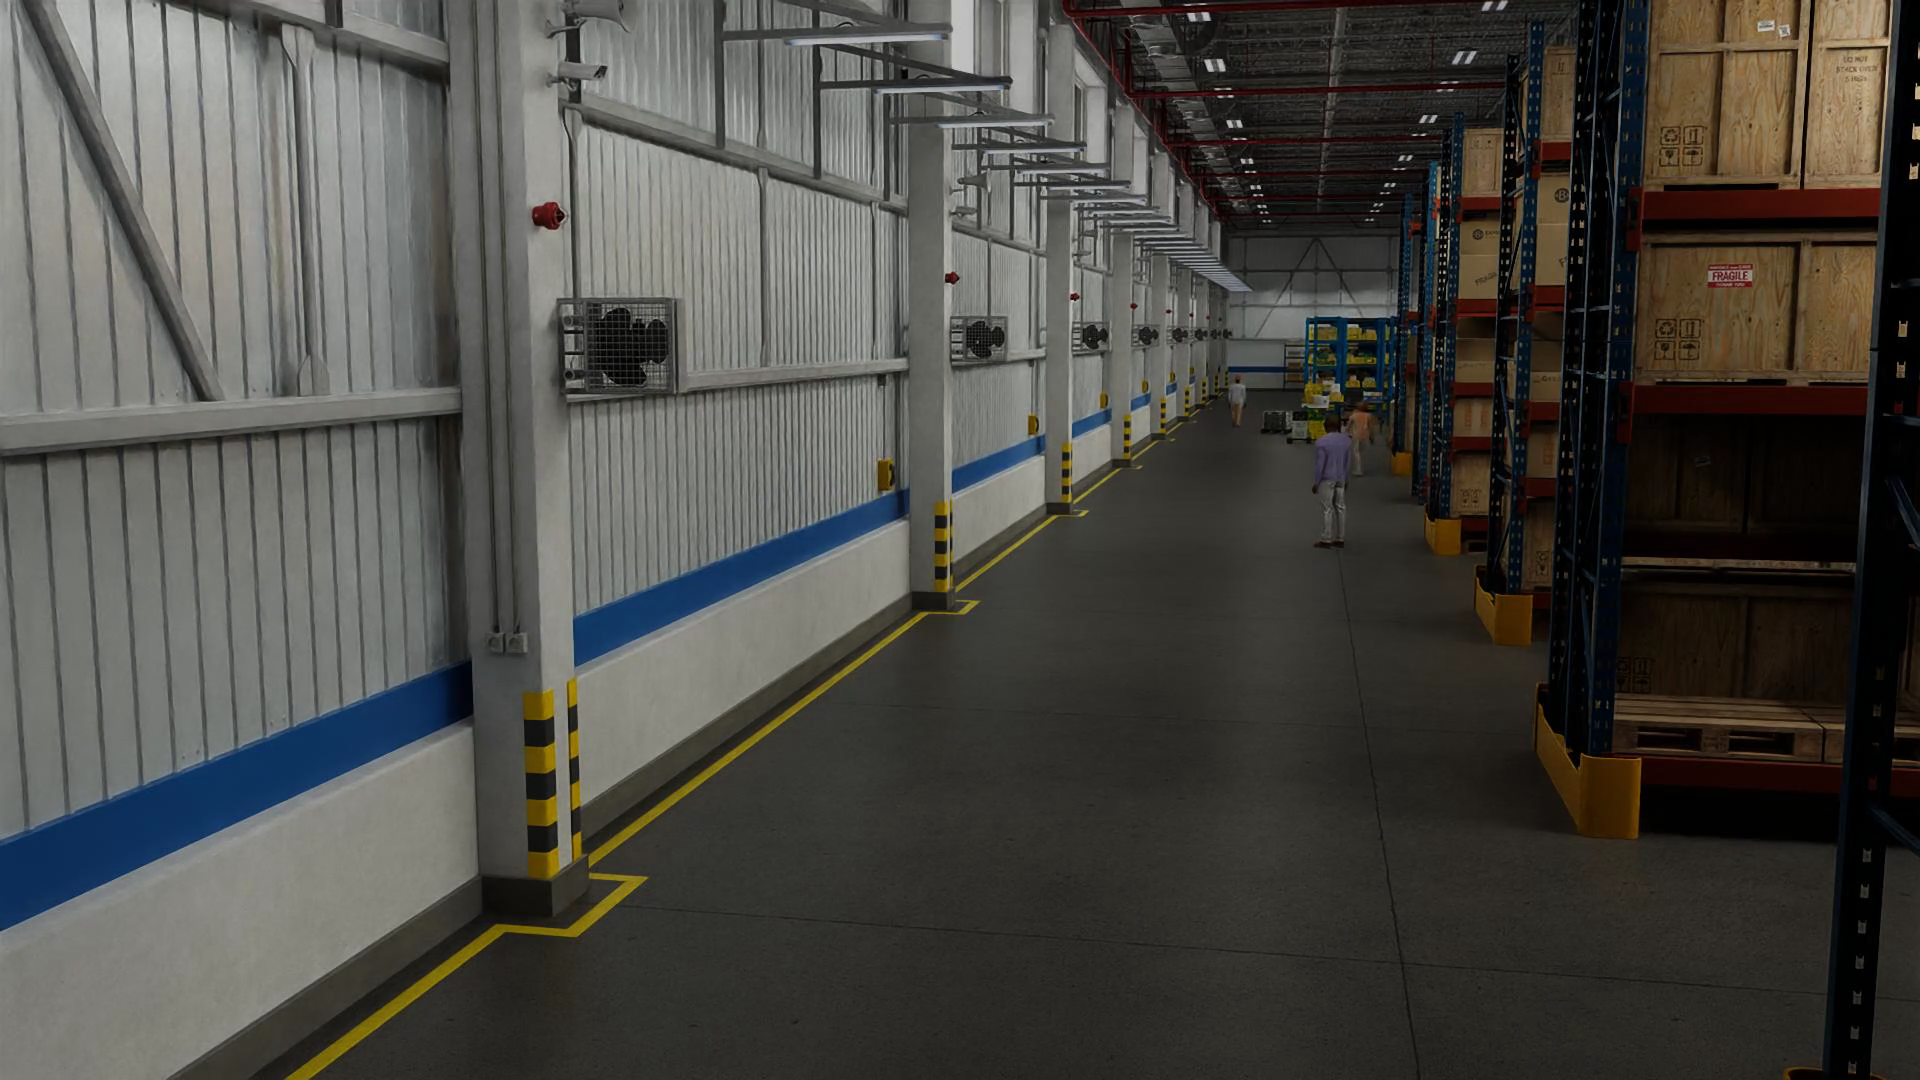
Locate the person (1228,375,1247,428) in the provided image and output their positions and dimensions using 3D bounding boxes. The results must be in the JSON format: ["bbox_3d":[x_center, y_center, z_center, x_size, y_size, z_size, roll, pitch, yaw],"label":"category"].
[{"bbox_3d":[8.990,-4.478,53.919,0.584,1.710,0.901,1,7,10],"label":"person"}]

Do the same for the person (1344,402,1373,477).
[{"bbox_3d":[8.558,-2.180,35.861,0.634,1.597,0.771,-1,7,-8],"label":"person"}]

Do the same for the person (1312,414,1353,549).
[{"bbox_3d":[5.320,-0.838,23.835,0.627,1.941,0.371,-4,8,-26],"label":"person"}]
